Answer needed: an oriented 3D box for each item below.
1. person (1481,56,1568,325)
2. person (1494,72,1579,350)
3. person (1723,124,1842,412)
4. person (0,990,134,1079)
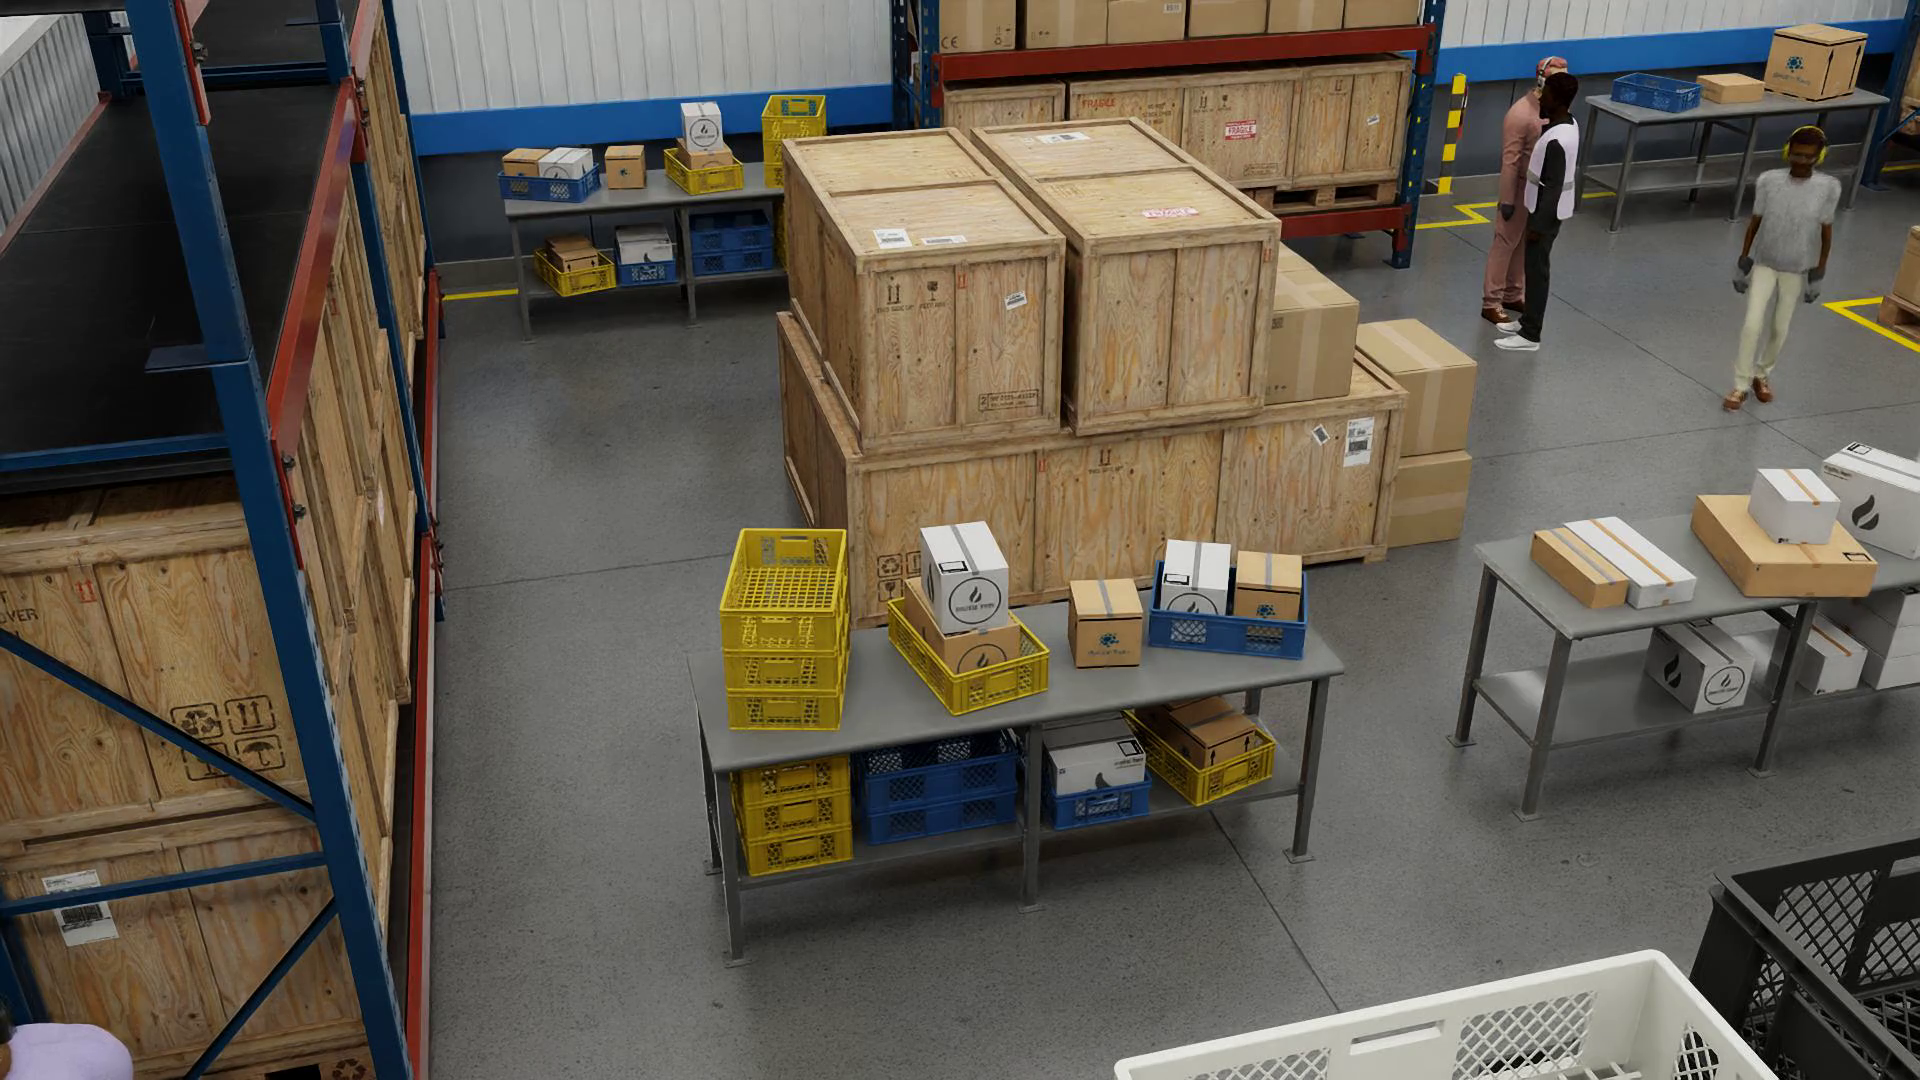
[{"bbox_3d":[4.107,-2.500,11.944,0.639,1.909,0.402,-21,35,-33],"label":"person"},{"bbox_3d":[4.037,-2.260,11.494,0.380,1.918,0.596,10,30,17],"label":"person"},{"bbox_3d":[5.235,-1.725,10.597,0.526,1.854,0.539,16,33,27],"label":"person"},{"bbox_3d":[-2.261,1.797,4.121,0.626,1.933,0.368,-18,34,-29],"label":"person"}]
